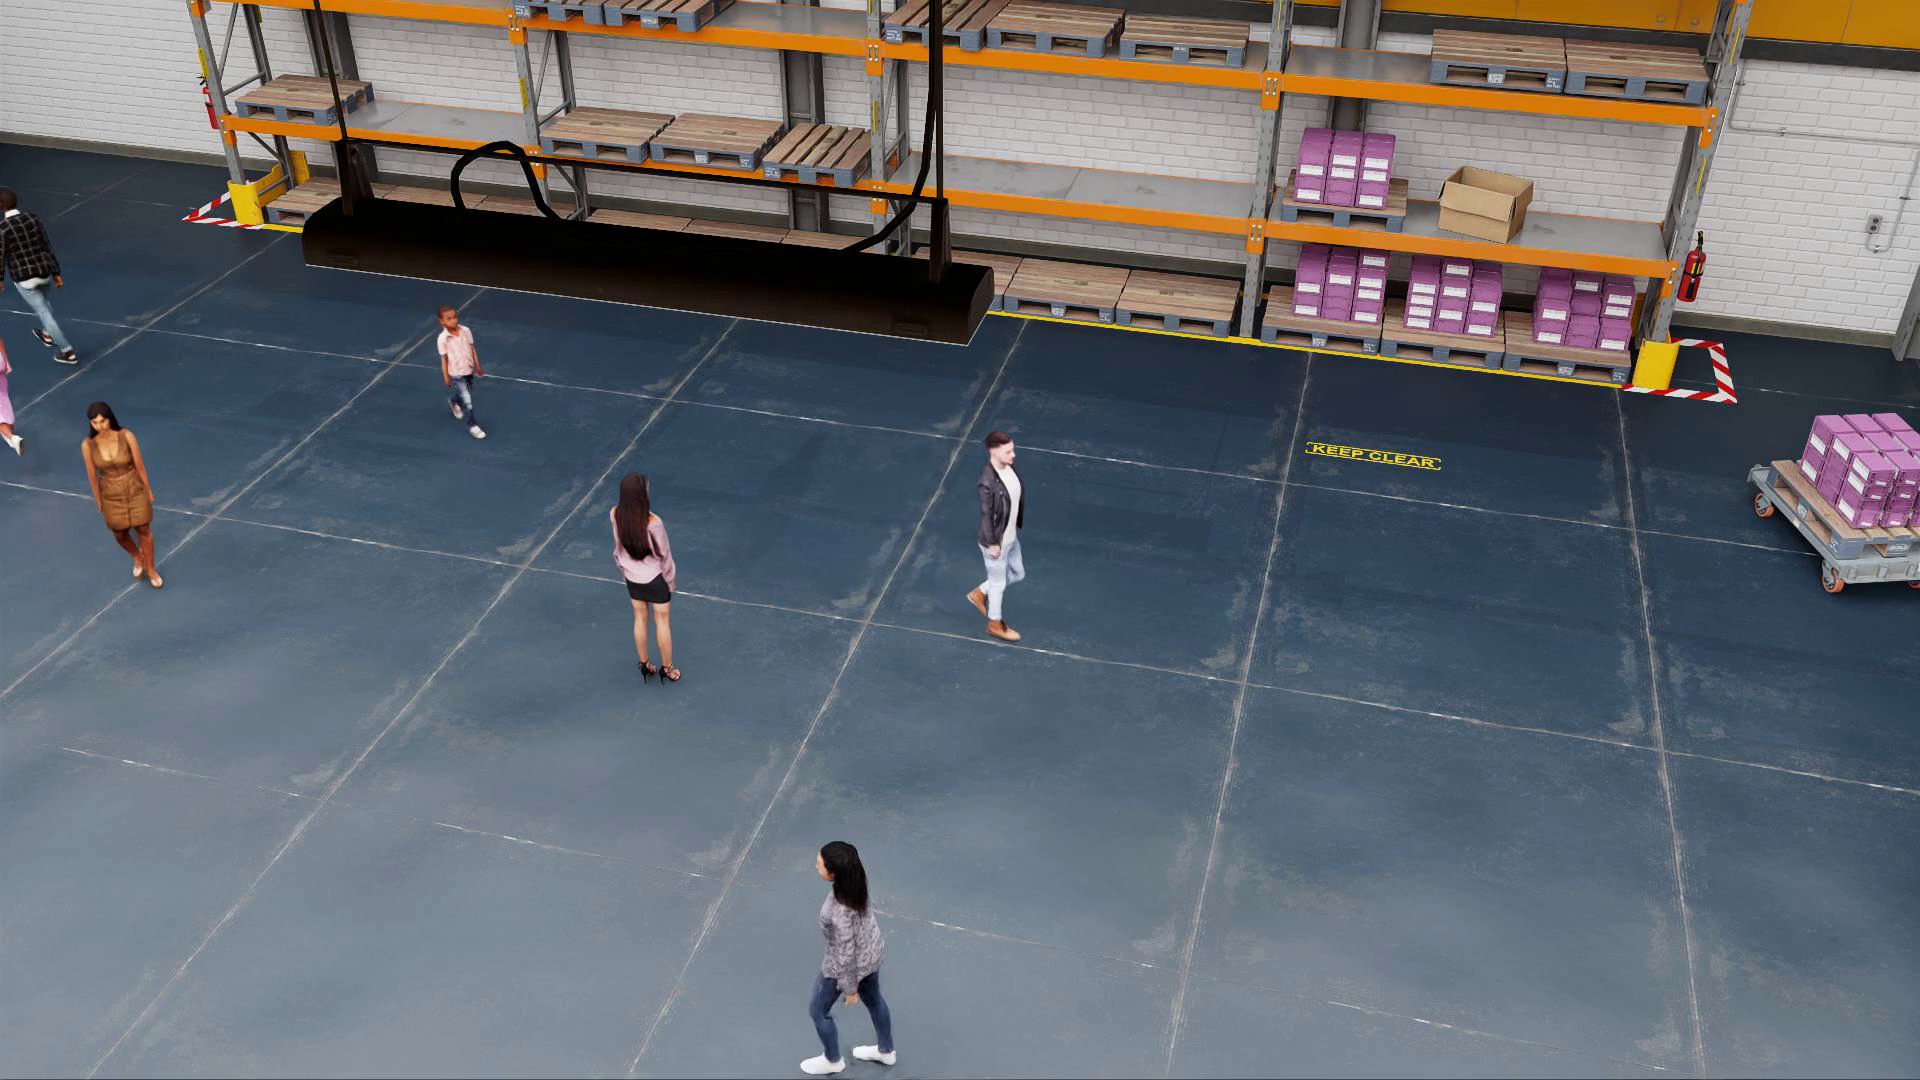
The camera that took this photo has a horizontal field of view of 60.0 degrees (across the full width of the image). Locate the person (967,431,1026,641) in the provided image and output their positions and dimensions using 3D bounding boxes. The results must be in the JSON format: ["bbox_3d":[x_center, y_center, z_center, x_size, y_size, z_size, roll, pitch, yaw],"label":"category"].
[{"bbox_3d":[0.227,-0.043,12.658,0.812,1.824,0.749,16,37,23],"label":"person"}]

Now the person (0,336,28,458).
[{"bbox_3d":[-8.731,-1.510,14.958,1.083,1.721,0.888,29,43,36],"label":"person"}]

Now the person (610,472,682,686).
[{"bbox_3d":[-2.292,0.292,12.165,0.494,1.812,0.693,12,35,18],"label":"person"}]

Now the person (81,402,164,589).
[{"bbox_3d":[-6.657,-0.365,13.270,0.698,1.683,0.760,-14,36,-20],"label":"person"}]

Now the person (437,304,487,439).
[{"bbox_3d":[-4.684,-1.612,15.500,0.931,1.290,0.731,25,41,33],"label":"person"}]

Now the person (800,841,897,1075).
[{"bbox_3d":[-0.507,2.333,9.184,0.731,1.712,0.646,10,35,15],"label":"person"}]

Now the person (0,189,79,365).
[{"bbox_3d":[-9.139,-2.570,16.496,1.124,1.783,0.837,17,37,23],"label":"person"}]
